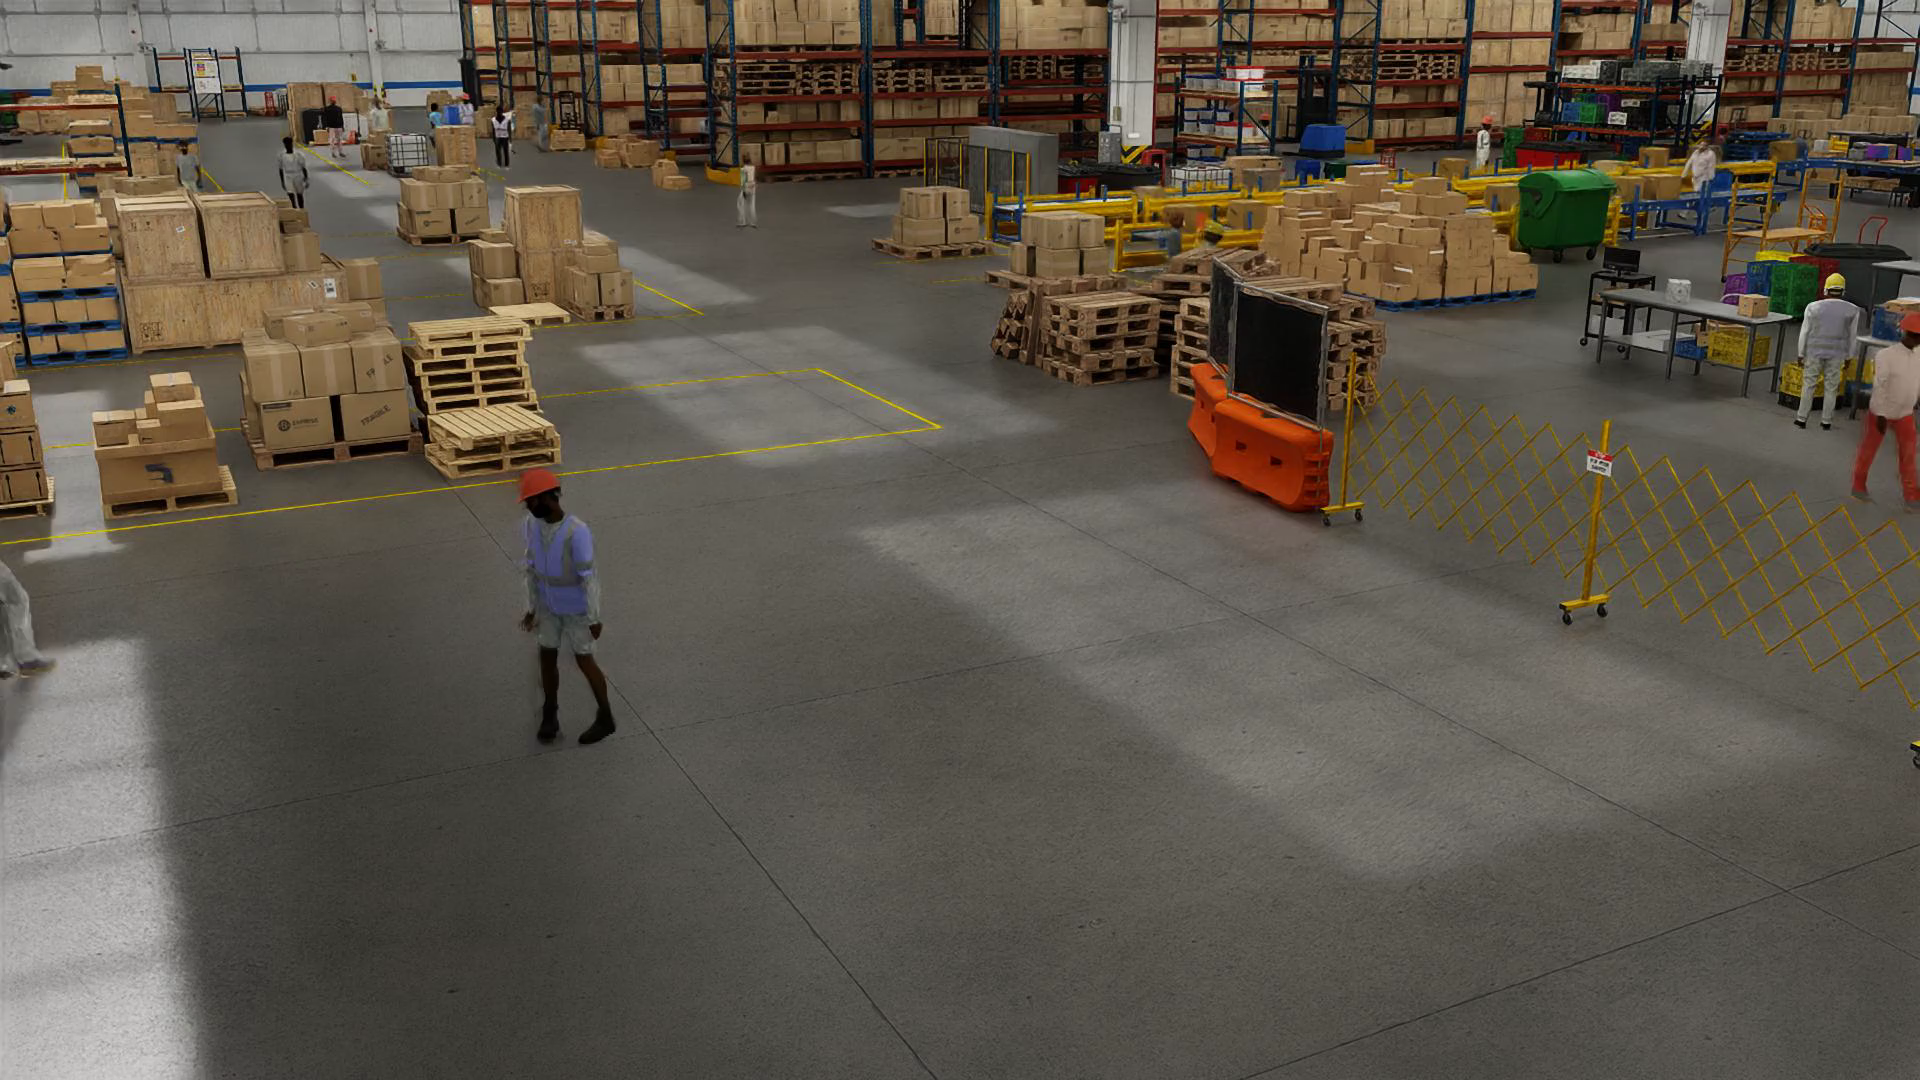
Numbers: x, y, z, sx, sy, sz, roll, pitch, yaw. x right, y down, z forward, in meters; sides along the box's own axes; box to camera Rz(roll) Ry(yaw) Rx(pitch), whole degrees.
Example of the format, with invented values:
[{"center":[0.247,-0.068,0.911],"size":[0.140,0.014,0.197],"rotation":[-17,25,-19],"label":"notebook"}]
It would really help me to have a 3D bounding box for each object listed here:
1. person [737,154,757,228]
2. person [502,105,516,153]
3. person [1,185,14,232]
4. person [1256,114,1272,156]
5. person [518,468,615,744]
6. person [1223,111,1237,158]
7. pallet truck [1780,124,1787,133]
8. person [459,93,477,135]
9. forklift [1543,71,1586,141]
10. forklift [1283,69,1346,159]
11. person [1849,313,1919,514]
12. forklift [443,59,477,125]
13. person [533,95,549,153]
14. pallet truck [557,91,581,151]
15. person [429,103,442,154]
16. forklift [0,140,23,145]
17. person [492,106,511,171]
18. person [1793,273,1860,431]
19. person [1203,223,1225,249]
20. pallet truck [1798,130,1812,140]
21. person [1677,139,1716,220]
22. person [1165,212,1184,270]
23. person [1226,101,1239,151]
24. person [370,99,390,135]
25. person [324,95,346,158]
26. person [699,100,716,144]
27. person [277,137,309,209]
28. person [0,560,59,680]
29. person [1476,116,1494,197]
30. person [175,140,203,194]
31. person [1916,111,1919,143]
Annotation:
[{"center":[-4.789,-7.805,37.202],"size":[0.573,1.620,0.521],"rotation":[13,22,35],"label":"person"},{"center":[-15.189,-13.819,56.007],"size":[0.520,1.597,0.825],"rotation":[-9,20,-27],"label":"person"},{"center":[-17.416,-5.773,30.185],"size":[0.711,2.000,0.697],"rotation":[-2,18,-6],"label":"person"},{"center":[8.408,-10.842,46.234],"size":[0.386,1.909,0.686],"rotation":[9,20,26],"label":"person"},{"center":[-2.617,0.441,11.037],"size":[0.577,1.905,0.448],"rotation":[10,20,29],"label":"person"},{"center":[8.461,-12.574,52.005],"size":[0.879,1.634,0.599],"rotation":[-11,21,-31],"label":"person"},{"center":[25.206,-12.542,52.601],"size":[1.601,1.201,0.680],"rotation":[0,18,-2],"label":"pallet truck"},{"center":[-16.892,-14.362,57.149],"size":[0.570,1.915,0.571],"rotation":[-14,23,-37],"label":"person"},{"center":[18.685,-13.231,52.085],"size":[1.873,2.768,1.129],"rotation":[-9,20,-26],"label":"forklift"},{"center":[11.615,-13.871,54.079],"size":[1.129,2.768,1.873],"rotation":[-9,20,-27],"label":"forklift"},{"center":[9.130,-1.222,16.130],"size":[0.611,1.947,0.978],"rotation":[-3,18,-10],"label":"person"},{"center":[-19.045,-17.199,64.454],"size":[1.873,2.768,1.129],"rotation":[-9,20,-26],"label":"forklift"},{"center":[-14.160,-14.040,56.161],"size":[0.419,1.917,0.662],"rotation":[6,19,17],"label":"person"},{"center":[-13.495,-14.412,57.188],"size":[0.823,1.965,1.885],"rotation":[-3,18,-9],"label":"pallet truck"},{"center":[-17.551,-13.755,55.633],"size":[0.560,1.679,0.534],"rotation":[10,20,28],"label":"person"},{"center":[-34.684,-15.432,58.943],"size":[1.873,2.768,1.129],"rotation":[-2,18,-7],"label":"forklift"},{"center":[-13.820,-12.089,50.127],"size":[0.595,1.892,0.796],"rotation":[0,18,-1],"label":"person"},{"center":[10.067,-2.183,19.351],"size":[0.595,1.824,0.404],"rotation":[6,19,17],"label":"person"},{"center":[3.769,-3.881,24.839],"size":[0.835,1.693,0.555],"rotation":[7,19,20],"label":"person"},{"center":[25.526,-11.556,49.408],"size":[1.630,1.274,0.653],"rotation":[-9,20,-26],"label":"pallet truck"},{"center":[17.040,-8.340,38.479],"size":[0.953,1.847,0.663],"rotation":[-4,18,-13],"label":"person"},{"center":[3.506,-4.549,27.095],"size":[0.851,1.583,0.516],"rotation":[4,18,13],"label":"person"},{"center":[9.317,-14.341,57.128],"size":[0.529,1.889,0.662],"rotation":[-7,19,-22],"label":"person"},{"center":[-18.880,-13.378,54.151],"size":[1.024,1.894,0.647],"rotation":[16,23,40],"label":"person"},{"center":[-20.519,-13.581,54.598],"size":[0.371,1.997,0.622],"rotation":[17,24,42],"label":"person"},{"center":[-8.754,-14.303,57.367],"size":[0.625,1.679,0.540],"rotation":[-8,19,-22],"label":"person"},{"center":[-15.319,-8.305,38.268],"size":[0.618,1.930,0.957],"rotation":[-6,19,-18],"label":"person"},{"center":[-7.087,0.118,12.120],"size":[0.597,1.849,0.696],"rotation":[11,21,31],"label":"person"},{"center":[13.629,-9.961,43.239],"size":[0.378,2.042,0.615],"rotation":[-1,18,-3],"label":"person"},{"center":[-17.735,-8.268,38.264],"size":[0.533,1.852,0.475],"rotation":[-2,18,-8],"label":"person"},{"center":[35.204,-15.487,60.543],"size":[0.609,1.995,0.376],"rotation":[-4,18,-14],"label":"person"}]
